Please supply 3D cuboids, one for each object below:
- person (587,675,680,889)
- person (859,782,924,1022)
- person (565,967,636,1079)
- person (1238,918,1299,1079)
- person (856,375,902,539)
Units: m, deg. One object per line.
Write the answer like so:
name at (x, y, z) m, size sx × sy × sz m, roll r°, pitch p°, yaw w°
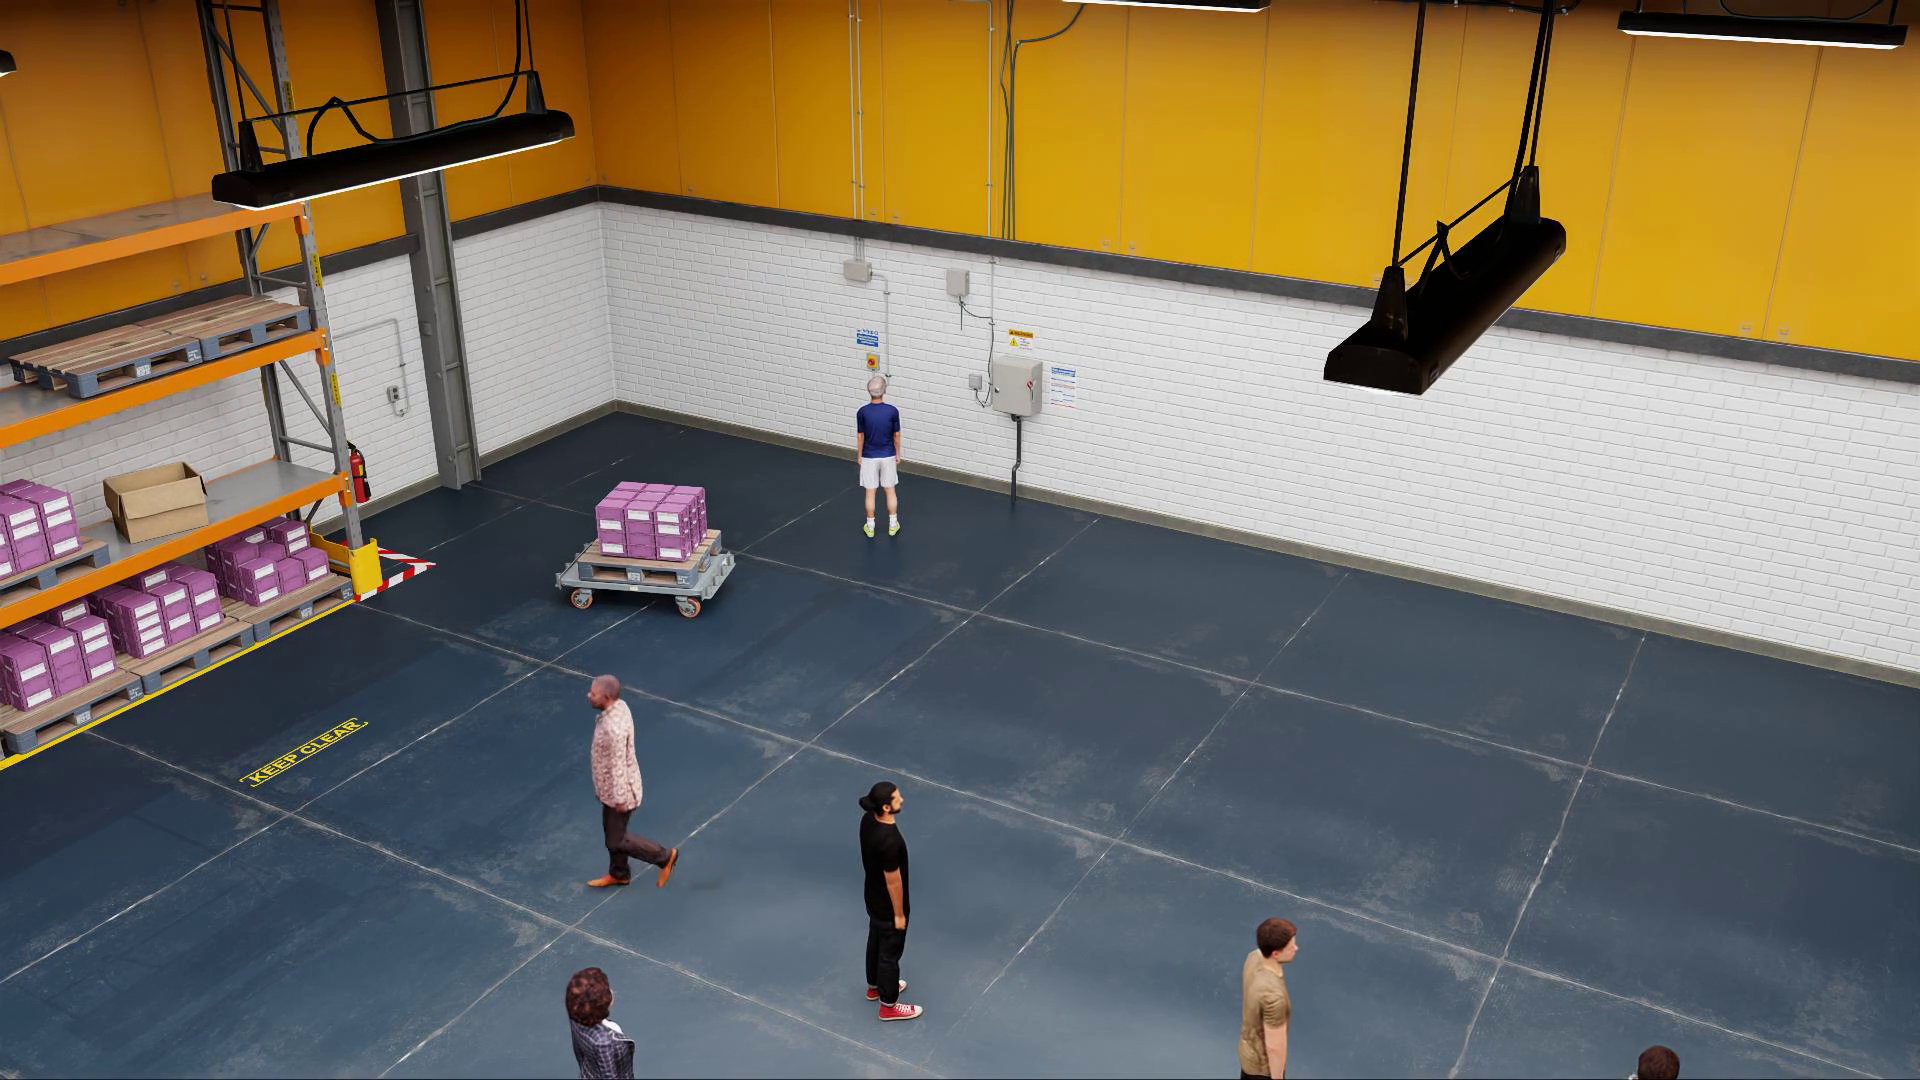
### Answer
person at (-2.420, 1.801, 12.189) m, size 1.066 × 1.788 × 1.010 m, roll -6°, pitch 24°, yaw -12°
person at (-0.492, 2.357, 10.953) m, size 0.761 × 1.759 × 0.725 m, roll -10°, pitch 25°, yaw -21°
person at (-1.990, 3.117, 9.286) m, size 0.685 × 1.702 × 0.694 m, roll -16°, pitch 28°, yaw -32°
person at (1.723, 2.939, 9.507) m, size 0.812 × 1.851 × 0.702 m, roll -2°, pitch 24°, yaw -3°
person at (-0.902, -0.929, 18.374) m, size 0.714 × 1.837 × 0.746 m, roll -3°, pitch 24°, yaw -8°
